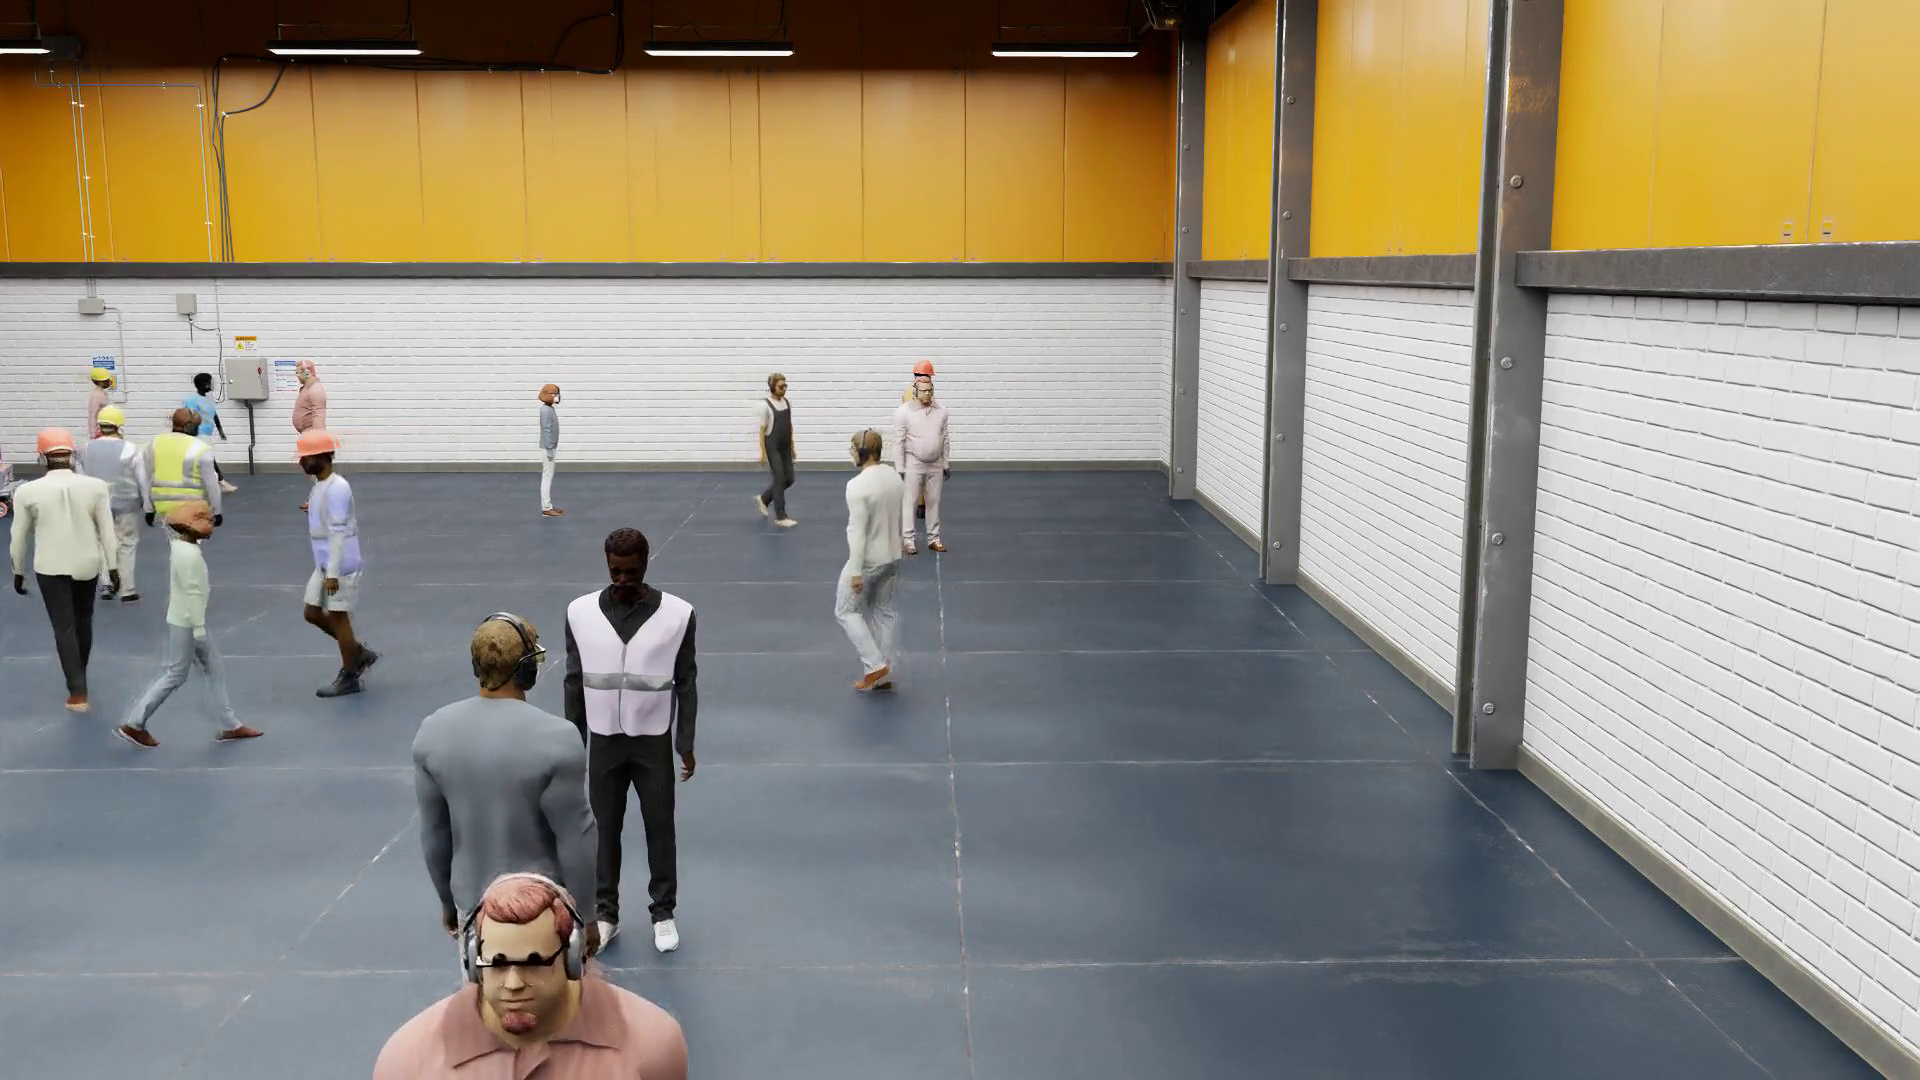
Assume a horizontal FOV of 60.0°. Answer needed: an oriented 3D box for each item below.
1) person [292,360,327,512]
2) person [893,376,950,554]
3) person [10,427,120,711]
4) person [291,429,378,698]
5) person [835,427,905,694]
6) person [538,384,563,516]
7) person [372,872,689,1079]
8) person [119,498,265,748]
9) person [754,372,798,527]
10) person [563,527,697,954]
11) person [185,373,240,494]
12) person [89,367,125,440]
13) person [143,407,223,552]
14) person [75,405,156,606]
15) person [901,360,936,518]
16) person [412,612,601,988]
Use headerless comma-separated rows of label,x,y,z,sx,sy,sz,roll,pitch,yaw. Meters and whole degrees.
person,-8.133,-1.301,20.837,0.407,1.902,0.639,-5,10,-28
person,-0.392,-0.796,17.748,0.640,1.902,0.402,-5,10,-28
person,-6.278,0.179,11.651,0.641,1.934,1.057,-8,12,-41
person,-4.457,0.166,11.791,0.450,1.918,0.551,-7,12,-38
person,-0.638,0.161,11.821,0.439,1.925,0.629,6,11,32
person,-5.038,-1.109,20.472,0.283,1.631,0.503,-2,9,-9
person,-0.880,1.563,3.432,0.651,1.861,1.013,-1,9,-4
person,-4.940,0.532,10.551,0.802,1.599,0.517,-4,10,-21
person,-2.194,-1.067,19.623,0.621,1.831,0.539,6,11,34
person,-1.459,0.881,7.412,0.589,1.915,0.393,-1,9,-4
person,-10.232,-1.438,22.435,0.899,1.647,0.544,0,9,0
person,-11.358,-1.434,22.161,0.616,1.734,0.501,-5,11,-29
person,-6.867,-0.275,14.810,0.646,1.811,0.634,1,9,7
person,-7.595,-0.307,14.991,0.609,1.817,0.436,-1,9,-4
person,-0.466,-1.227,20.296,0.382,1.932,0.541,-8,13,-42
person,-1.455,1.190,5.439,0.627,1.941,0.371,3,10,18
